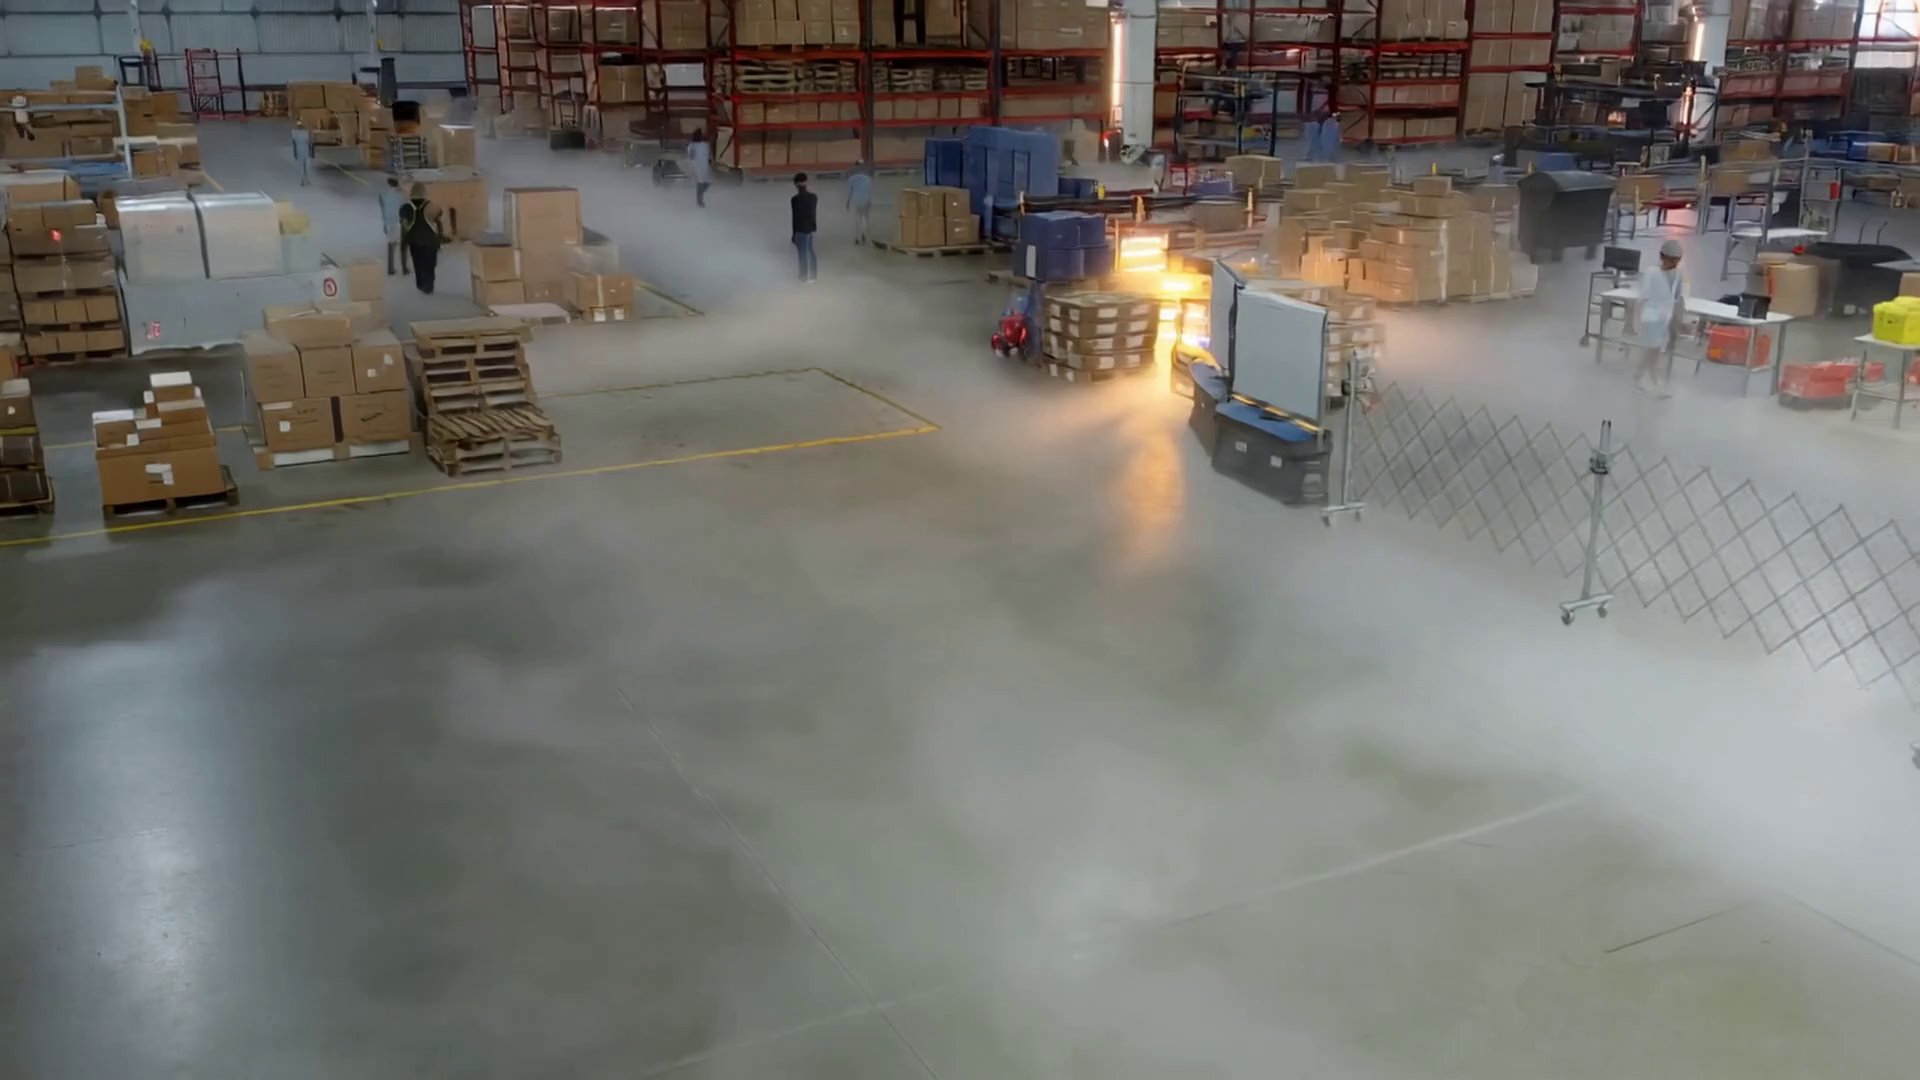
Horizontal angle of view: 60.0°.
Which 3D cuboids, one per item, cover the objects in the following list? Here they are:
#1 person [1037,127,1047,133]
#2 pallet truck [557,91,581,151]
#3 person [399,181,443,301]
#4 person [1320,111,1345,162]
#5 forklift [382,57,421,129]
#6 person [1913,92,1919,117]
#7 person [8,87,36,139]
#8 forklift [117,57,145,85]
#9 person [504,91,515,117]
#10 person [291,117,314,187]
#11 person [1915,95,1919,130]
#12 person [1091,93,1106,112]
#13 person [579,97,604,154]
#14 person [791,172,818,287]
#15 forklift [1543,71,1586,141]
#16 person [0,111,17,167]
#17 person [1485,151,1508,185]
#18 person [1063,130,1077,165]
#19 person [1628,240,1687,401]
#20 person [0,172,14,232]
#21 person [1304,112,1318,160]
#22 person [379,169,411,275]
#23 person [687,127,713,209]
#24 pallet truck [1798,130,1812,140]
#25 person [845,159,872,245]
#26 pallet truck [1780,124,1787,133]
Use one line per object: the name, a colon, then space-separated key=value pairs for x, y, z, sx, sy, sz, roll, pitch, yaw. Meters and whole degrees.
person: x=2.068 y=-9.831 z=43.254 sx=0.932 sy=1.792 sz=0.623 roll=-11 pitch=21 yaw=-30
pallet truck: x=-13.495 y=-14.412 z=57.188 sx=0.823 sy=1.965 sz=1.885 roll=-3 pitch=18 yaw=-9
person: x=-9.031 y=-5.075 z=28.009 sx=0.677 sy=2.000 sz=1.071 roll=-3 pitch=18 yaw=-8
person: x=10.828 y=-11.449 z=48.147 sx=0.668 sy=1.864 sz=0.931 roll=-4 pitch=18 yaw=-13
forklift: x=-22.968 y=-18.093 z=67.240 sx=1.873 sy=2.768 sz=1.129 roll=-2 pitch=18 yaw=-6
person: x=39.430 y=-17.852 z=68.332 sx=0.540 sy=1.732 sz=0.687 roll=-6 pitch=19 yaw=-17
person: x=-35.012 y=-15.918 z=62.070 sx=0.705 sy=1.896 sz=0.355 roll=-14 pitch=22 yaw=-37
forklift: x=-33.534 y=-18.200 z=67.575 sx=1.129 sy=2.768 sz=1.873 roll=-9 pitch=20 yaw=-26
person: x=-17.702 y=-16.840 z=65.387 sx=0.523 sy=1.606 sz=0.808 roll=8 pitch=19 yaw=23
person: x=-18.025 y=-10.634 z=45.613 sx=0.331 sy=1.874 sz=0.519 roll=14 pitch=22 yaw=37
person: x=36.983 y=-16.482 z=63.721 sx=0.616 sy=1.945 sz=0.404 roll=0 pitch=18 yaw=-1
person: x=5.613 y=-17.474 z=67.066 sx=0.607 sy=1.799 sz=0.589 roll=-2 pitch=18 yaw=-7
person: x=-12.311 y=-13.881 z=55.726 sx=0.915 sy=1.888 sz=0.602 roll=-6 pitch=19 yaw=-19
person: x=-2.747 y=-5.455 z=29.271 sx=0.385 sy=1.994 sz=0.611 roll=13 pitch=22 yaw=35
forklift: x=18.685 y=-13.231 z=52.085 sx=1.873 sy=2.768 sz=1.129 roll=-9 pitch=20 yaw=-26
person: x=-29.263 y=-12.364 z=50.969 sx=0.633 sy=1.887 sz=1.003 roll=-5 pitch=19 yaw=-16
person: x=11.690 y=-7.612 z=36.380 sx=0.418 sy=1.749 sz=0.536 roll=-7 pitch=19 yaw=-20
person: x=3.023 y=-10.146 z=44.478 sx=0.642 sy=1.637 sz=0.566 roll=-11 pitch=21 yaw=-31
person: x=8.818 y=-2.746 z=20.812 sx=0.628 sy=1.993 sz=0.985 roll=-7 pitch=19 yaw=-21
person: x=-18.505 y=-6.282 z=32.098 sx=0.521 sy=1.846 sz=0.662 roll=-12 pitch=21 yaw=-33
person: x=10.941 y=-12.516 z=51.884 sx=0.518 sy=1.617 sz=0.366 roll=-8 pitch=19 yaw=-23
person: x=-10.333 y=-5.827 z=30.554 sx=0.558 sy=1.927 sz=0.381 roll=2 pitch=18 yaw=7
person: x=-6.381 y=-9.111 z=40.728 sx=0.638 sy=1.952 sz=0.554 roll=-12 pitch=21 yaw=-33
pallet truck: x=25.526 y=-11.556 z=49.408 sx=1.630 sy=1.274 sz=0.653 roll=-9 pitch=20 yaw=-26
person: x=-2.127 y=-7.074 z=34.768 sx=0.546 sy=1.715 sz=0.939 roll=-2 pitch=18 yaw=-5
pallet truck: x=25.206 y=-12.542 z=52.601 sx=1.601 sy=1.201 sz=0.680 roll=0 pitch=18 yaw=-2
